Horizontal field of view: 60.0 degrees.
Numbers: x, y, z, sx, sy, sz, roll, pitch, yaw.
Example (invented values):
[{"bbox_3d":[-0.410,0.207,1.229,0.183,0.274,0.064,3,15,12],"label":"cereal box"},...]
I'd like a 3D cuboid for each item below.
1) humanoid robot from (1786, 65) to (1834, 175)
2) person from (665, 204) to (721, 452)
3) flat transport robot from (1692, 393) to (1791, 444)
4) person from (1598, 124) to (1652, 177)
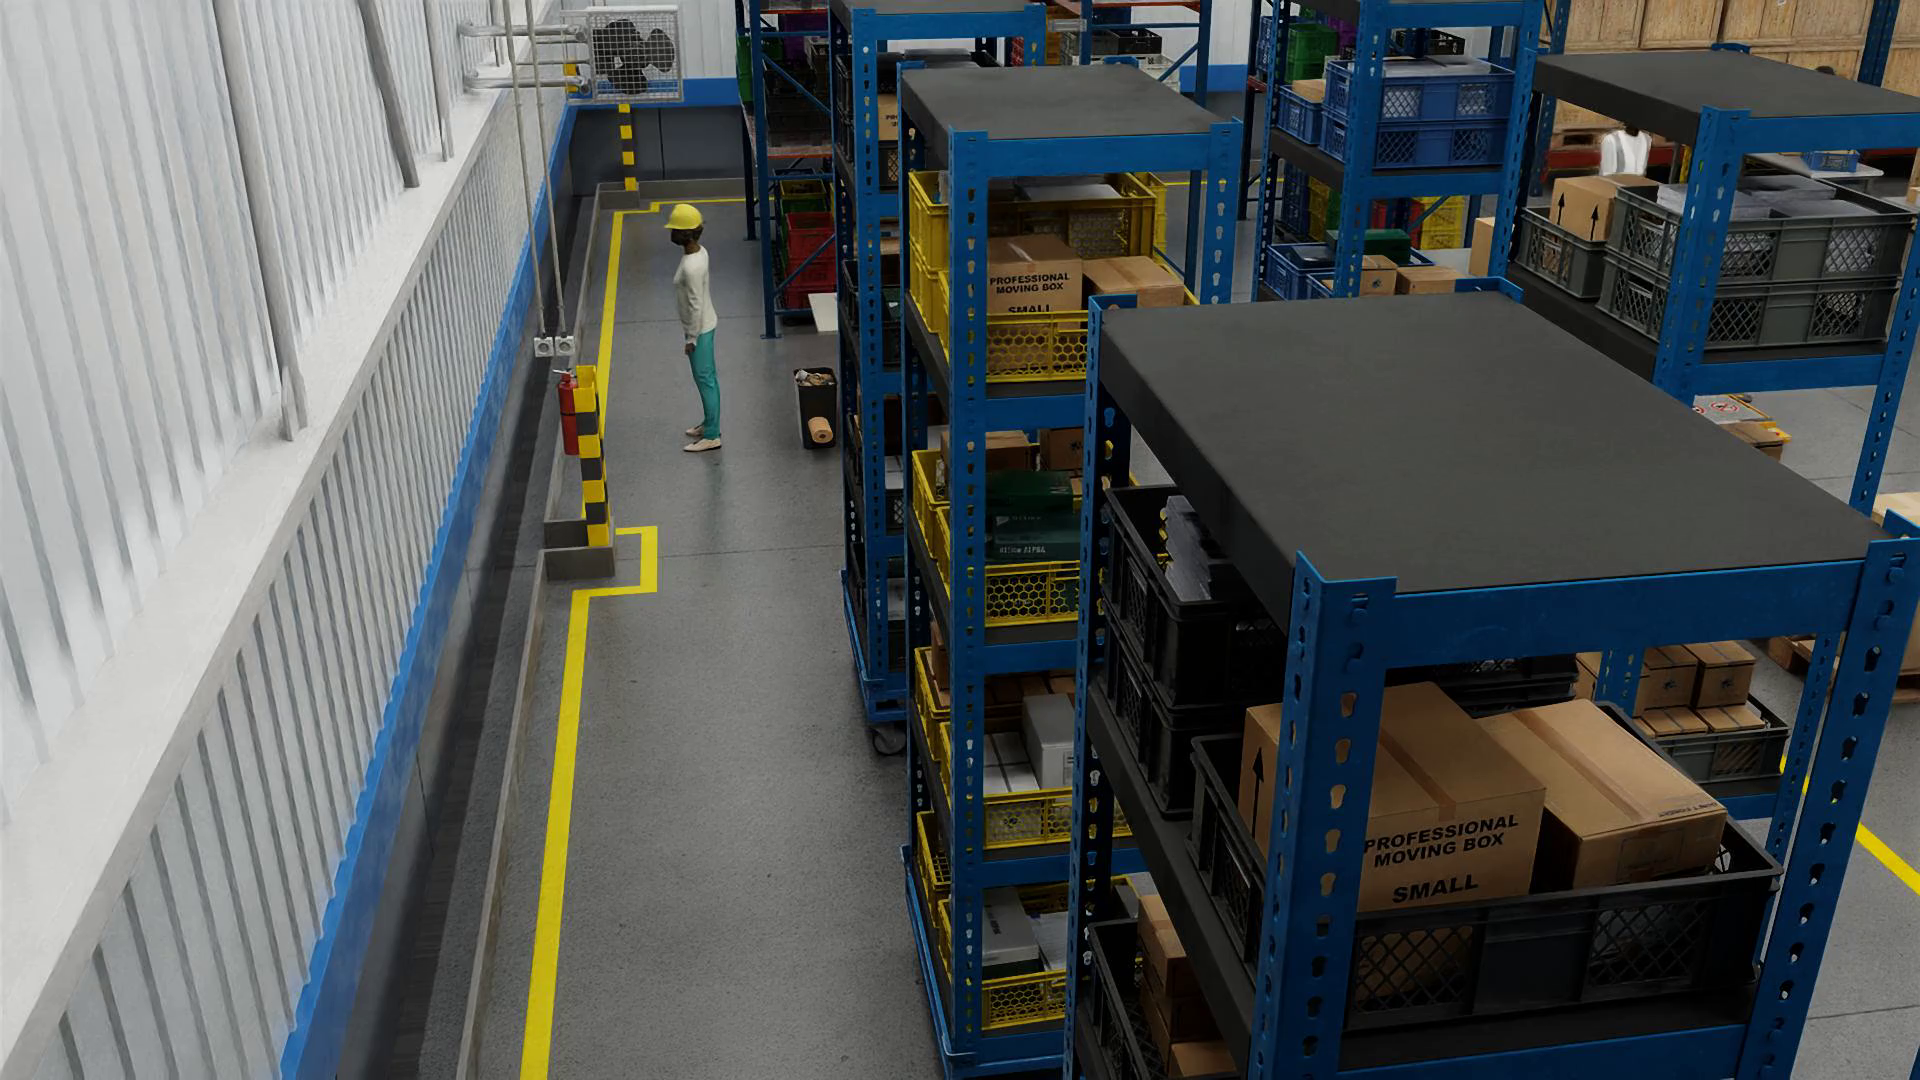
[{"bbox_3d":[9.215,-4.275,17.930,0.578,1.639,0.650,-6,25,-13],"label":"humanoid robot"},{"bbox_3d":[-1.874,-1.495,11.755,0.313,1.769,0.524,-2,25,-3],"label":"person"},{"bbox_3d":[5.224,-0.859,12.132,1.431,0.197,0.652,-4,25,-8],"label":"flat transport robot"},{"bbox_3d":[5.932,-3.067,15.054,0.585,1.861,0.648,-11,27,-22],"label":"person"}]
